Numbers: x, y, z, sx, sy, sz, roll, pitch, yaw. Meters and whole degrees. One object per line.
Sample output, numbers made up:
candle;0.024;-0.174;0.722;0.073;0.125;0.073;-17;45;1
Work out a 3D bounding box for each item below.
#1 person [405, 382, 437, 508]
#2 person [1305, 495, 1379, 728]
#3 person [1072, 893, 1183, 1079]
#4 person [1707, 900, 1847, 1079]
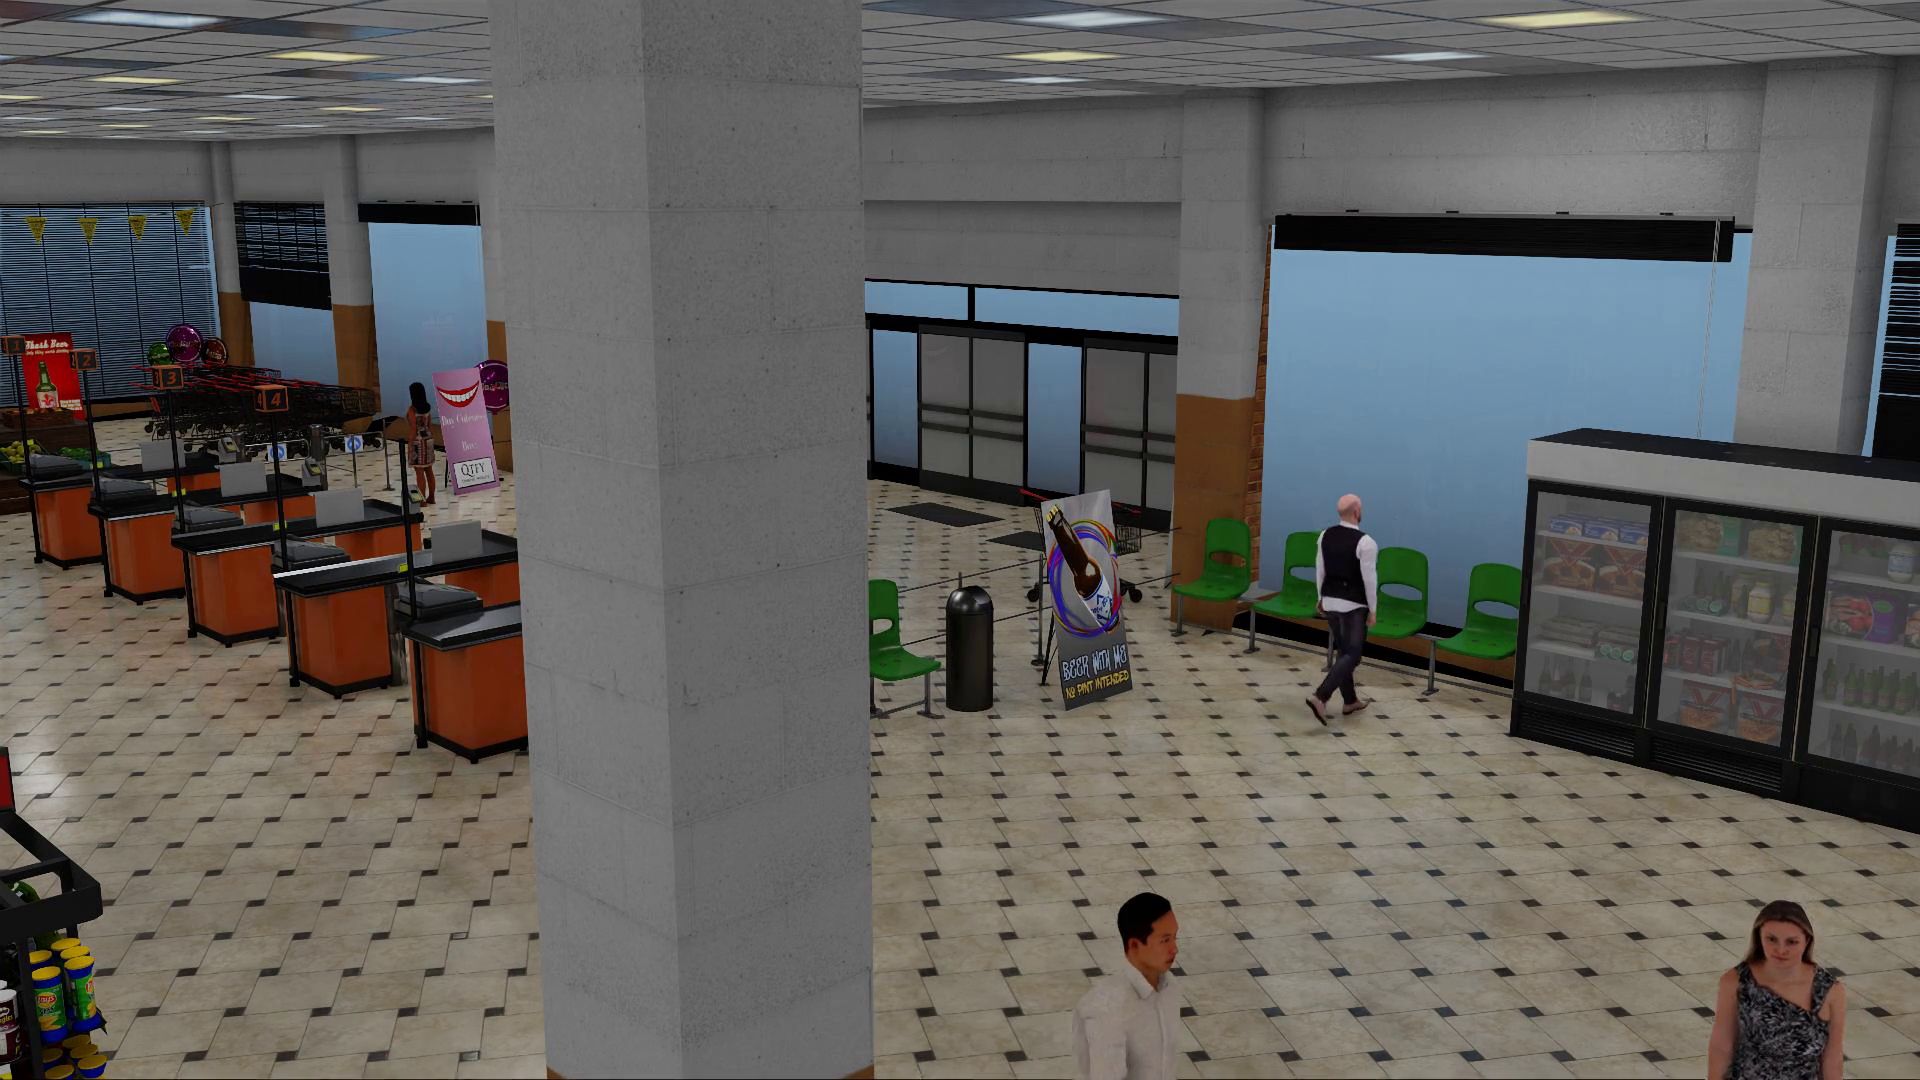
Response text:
person;-7.132;-1.272;22.000;0.784;1.645;0.640;4;12;17
person;2.952;0.566;12.902;1.161;1.798;0.769;-9;15;-38
person;0.499;2.079;5.795;0.762;1.766;1.122;10;16;40
person;2.947;2.068;6.032;0.680;1.688;0.680;6;13;26
